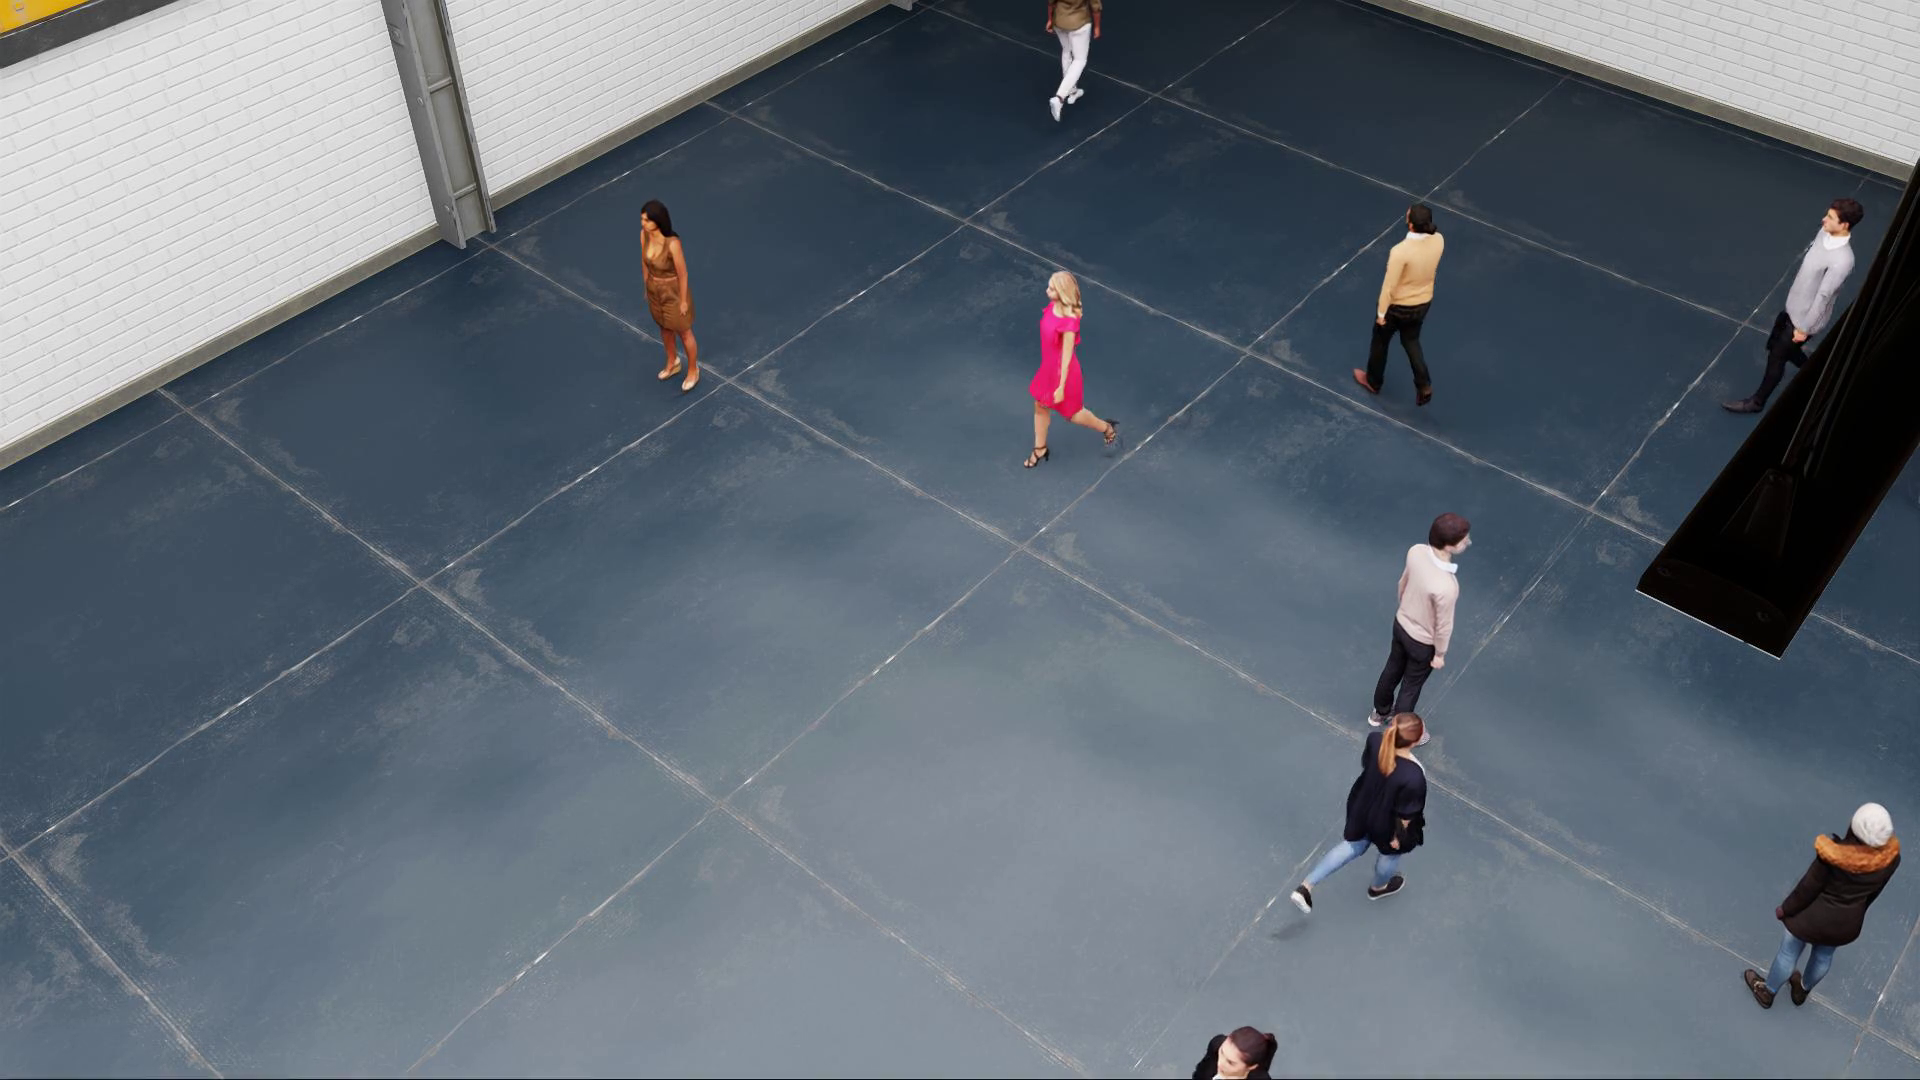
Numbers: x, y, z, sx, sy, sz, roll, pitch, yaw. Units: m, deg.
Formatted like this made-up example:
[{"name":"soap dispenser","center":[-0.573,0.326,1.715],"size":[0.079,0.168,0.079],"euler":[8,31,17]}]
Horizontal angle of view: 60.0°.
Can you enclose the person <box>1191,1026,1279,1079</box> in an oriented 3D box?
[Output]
[{"name":"person","center":[1.363,2.754,7.920],"size":[0.809,1.641,0.733],"euler":[-20,47,-20]}]

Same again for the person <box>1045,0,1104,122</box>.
[{"name":"person","center":[1.049,-4.878,15.815],"size":[0.820,1.801,1.061],"euler":[22,48,21]}]

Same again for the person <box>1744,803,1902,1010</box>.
[{"name":"person","center":[4.575,1.945,8.773],"size":[0.732,1.635,0.779],"euler":[0,44,0]}]

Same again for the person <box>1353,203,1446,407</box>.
[{"name":"person","center":[3.411,-1.742,12.571],"size":[1.028,1.736,0.974],"euler":[-18,46,-18]}]

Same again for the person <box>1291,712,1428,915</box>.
[{"name":"person","center":[2.256,1.546,9.170],"size":[1.103,1.666,0.882],"euler":[-18,47,-18]}]

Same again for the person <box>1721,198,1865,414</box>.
[{"name":"person","center":[6.385,-1.687,12.390],"size":[1.085,1.905,1.087],"euler":[7,44,8]}]

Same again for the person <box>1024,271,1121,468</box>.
[{"name":"person","center":[0.819,-1.212,12.040],"size":[1.061,1.700,0.873],"euler":[-15,46,-15]}]

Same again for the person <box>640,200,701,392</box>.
[{"name":"person","center":[-2.229,-1.881,12.753],"size":[0.581,1.686,0.525],"euler":[26,49,25]}]

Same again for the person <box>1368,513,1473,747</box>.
[{"name":"person","center":[2.798,0.546,10.117],"size":[0.711,1.807,0.706],"euler":[-13,45,-13]}]
